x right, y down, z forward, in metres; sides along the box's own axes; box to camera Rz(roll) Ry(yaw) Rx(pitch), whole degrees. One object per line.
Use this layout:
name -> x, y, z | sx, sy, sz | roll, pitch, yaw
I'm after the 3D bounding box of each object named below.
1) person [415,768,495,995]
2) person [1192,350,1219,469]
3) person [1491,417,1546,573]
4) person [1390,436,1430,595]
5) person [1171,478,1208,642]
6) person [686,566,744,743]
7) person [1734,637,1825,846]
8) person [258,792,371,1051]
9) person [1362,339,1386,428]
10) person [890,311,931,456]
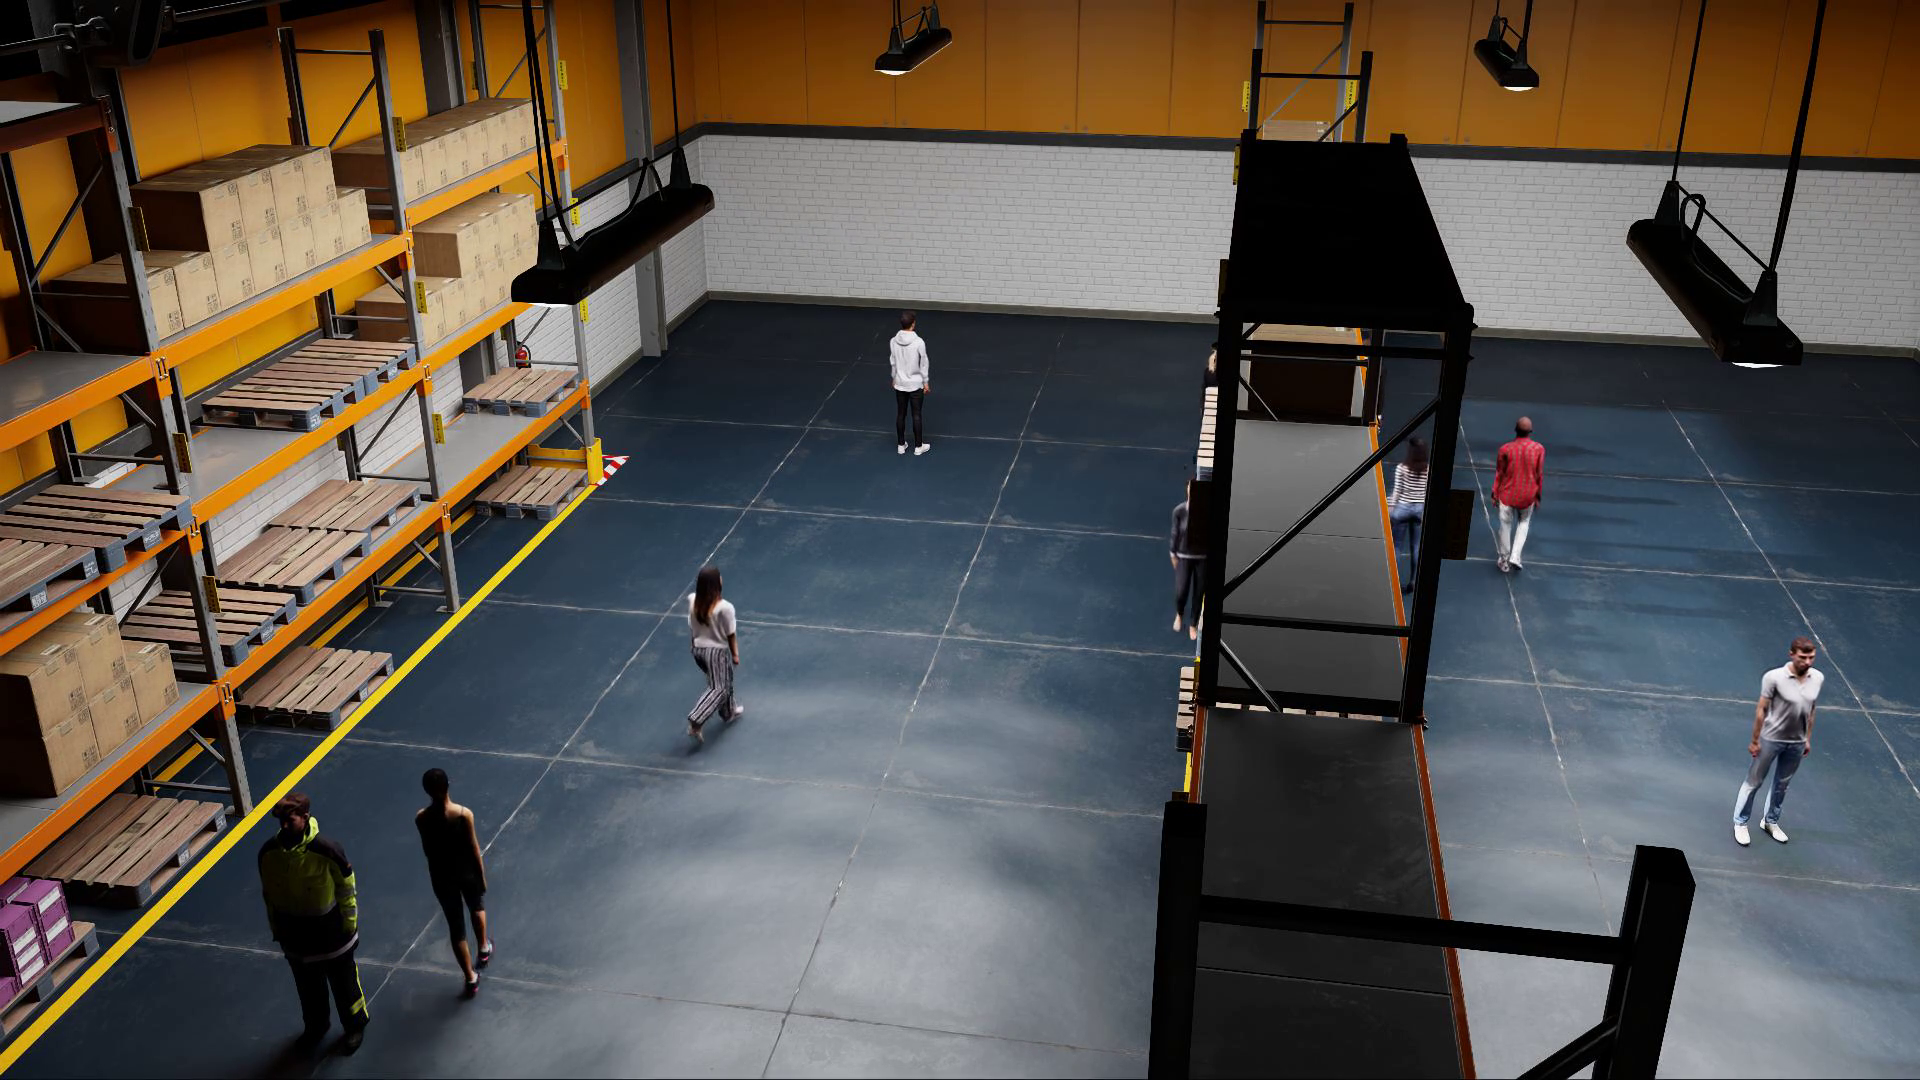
person -> -3.615, 2.464, 11.812 | 0.747, 1.701, 0.901 | -2, 24, -5
person -> 3.160, -1.592, 21.095 | 0.850, 1.696, 0.787 | -13, 27, -28
person -> 6.169, -0.471, 18.387 | 0.707, 1.812, 0.731 | 6, 24, 14
person -> 4.842, -0.259, 17.931 | 0.609, 1.787, 0.584 | 0, 24, 0
person -> 2.381, 0.158, 17.014 | 0.667, 1.759, 0.697 | 0, 24, 0
person -> -2.272, 1.046, 15.117 | 0.967, 1.652, 1.163 | 17, 29, 33
person -> 6.699, 1.617, 13.561 | 0.707, 1.850, 0.629 | -2, 24, -4
person -> -4.357, 2.563, 11.234 | 0.804, 1.982, 0.687 | 1, 24, 2
person -> 5.021, -1.596, 20.844 | 0.678, 1.904, 0.602 | 3, 24, 8
person -> -0.670, -2.072, 21.903 | 0.713, 1.930, 0.646 | 8, 25, 18
